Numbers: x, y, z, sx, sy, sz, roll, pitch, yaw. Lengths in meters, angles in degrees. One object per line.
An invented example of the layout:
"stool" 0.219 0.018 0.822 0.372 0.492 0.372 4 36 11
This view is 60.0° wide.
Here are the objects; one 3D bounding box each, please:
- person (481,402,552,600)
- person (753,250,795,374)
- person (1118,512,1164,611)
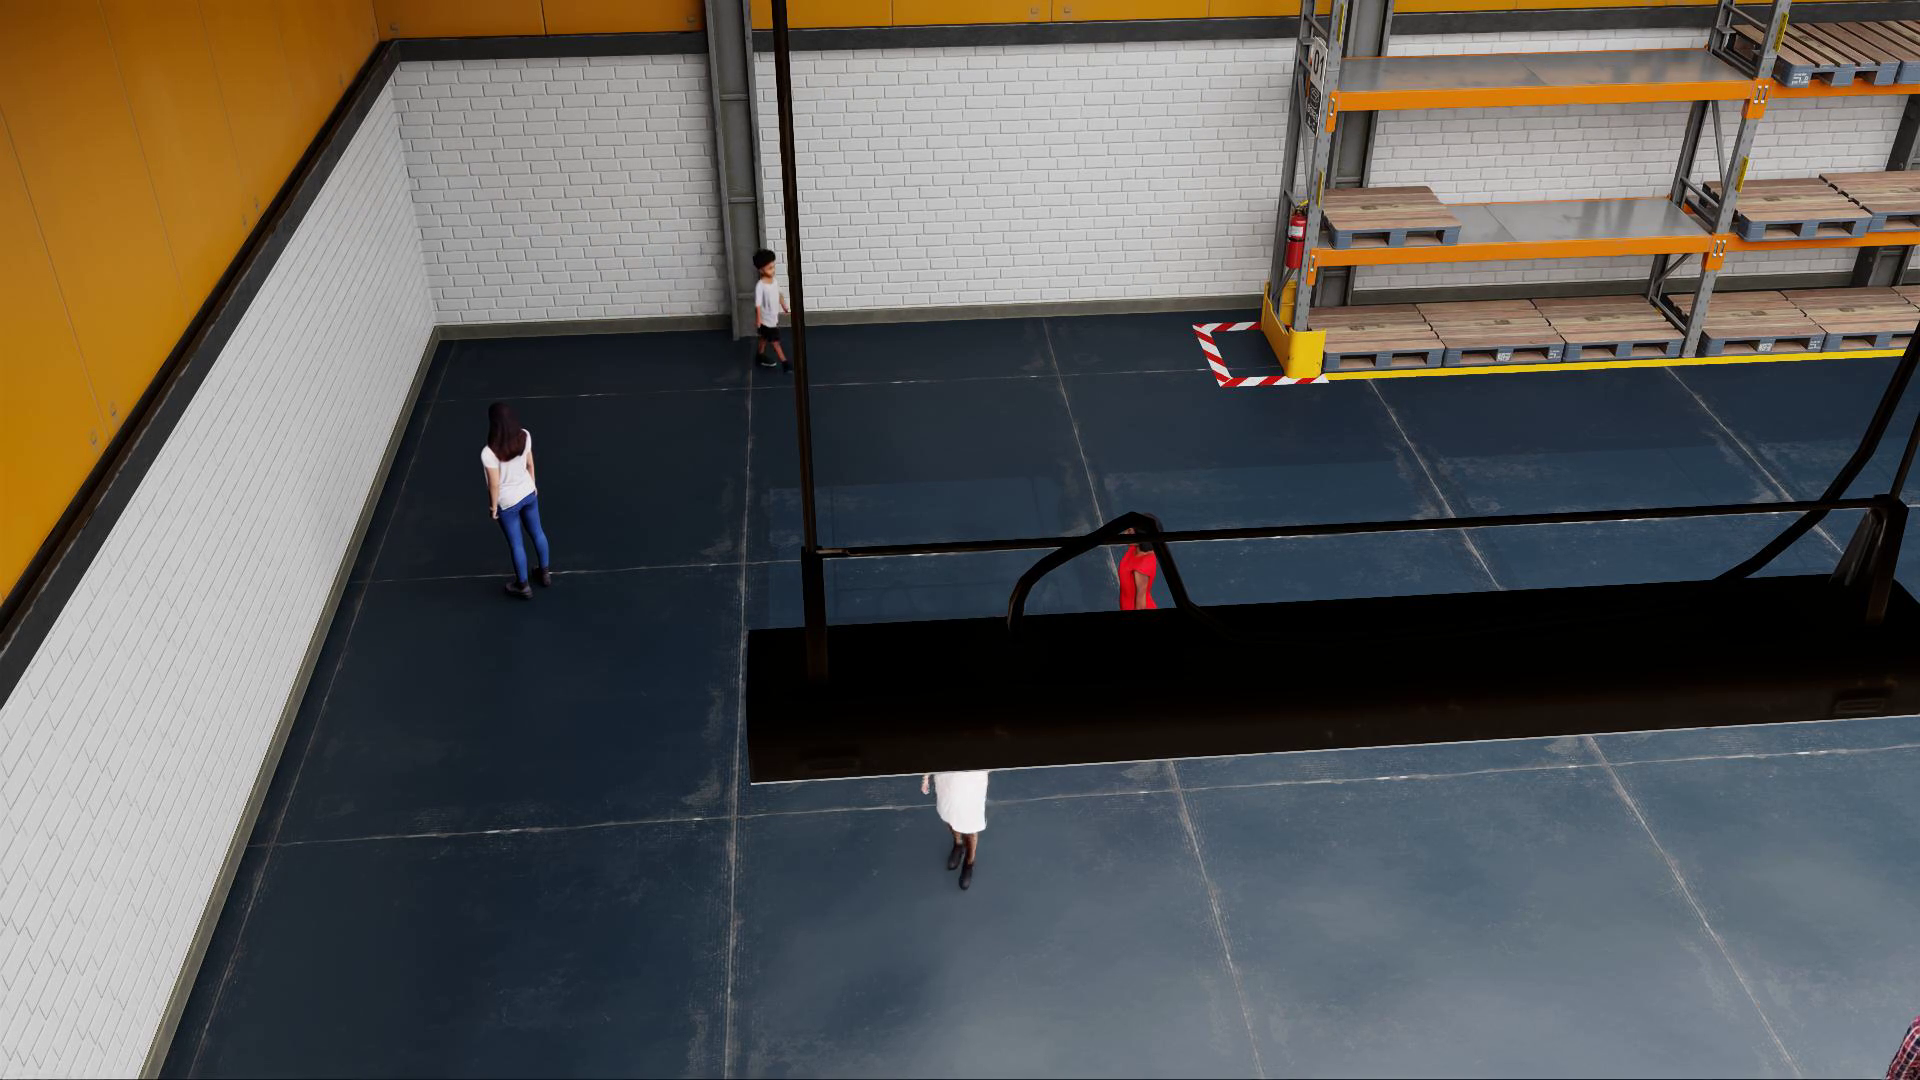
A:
"person" -3.407 -0.302 12.767 0.724 1.685 0.675 23 40 30
"person" -1.909 -2.217 16.055 0.856 1.236 0.704 12 36 18
"person" 1.216 0.564 11.417 0.511 1.737 0.579 0 34 0
